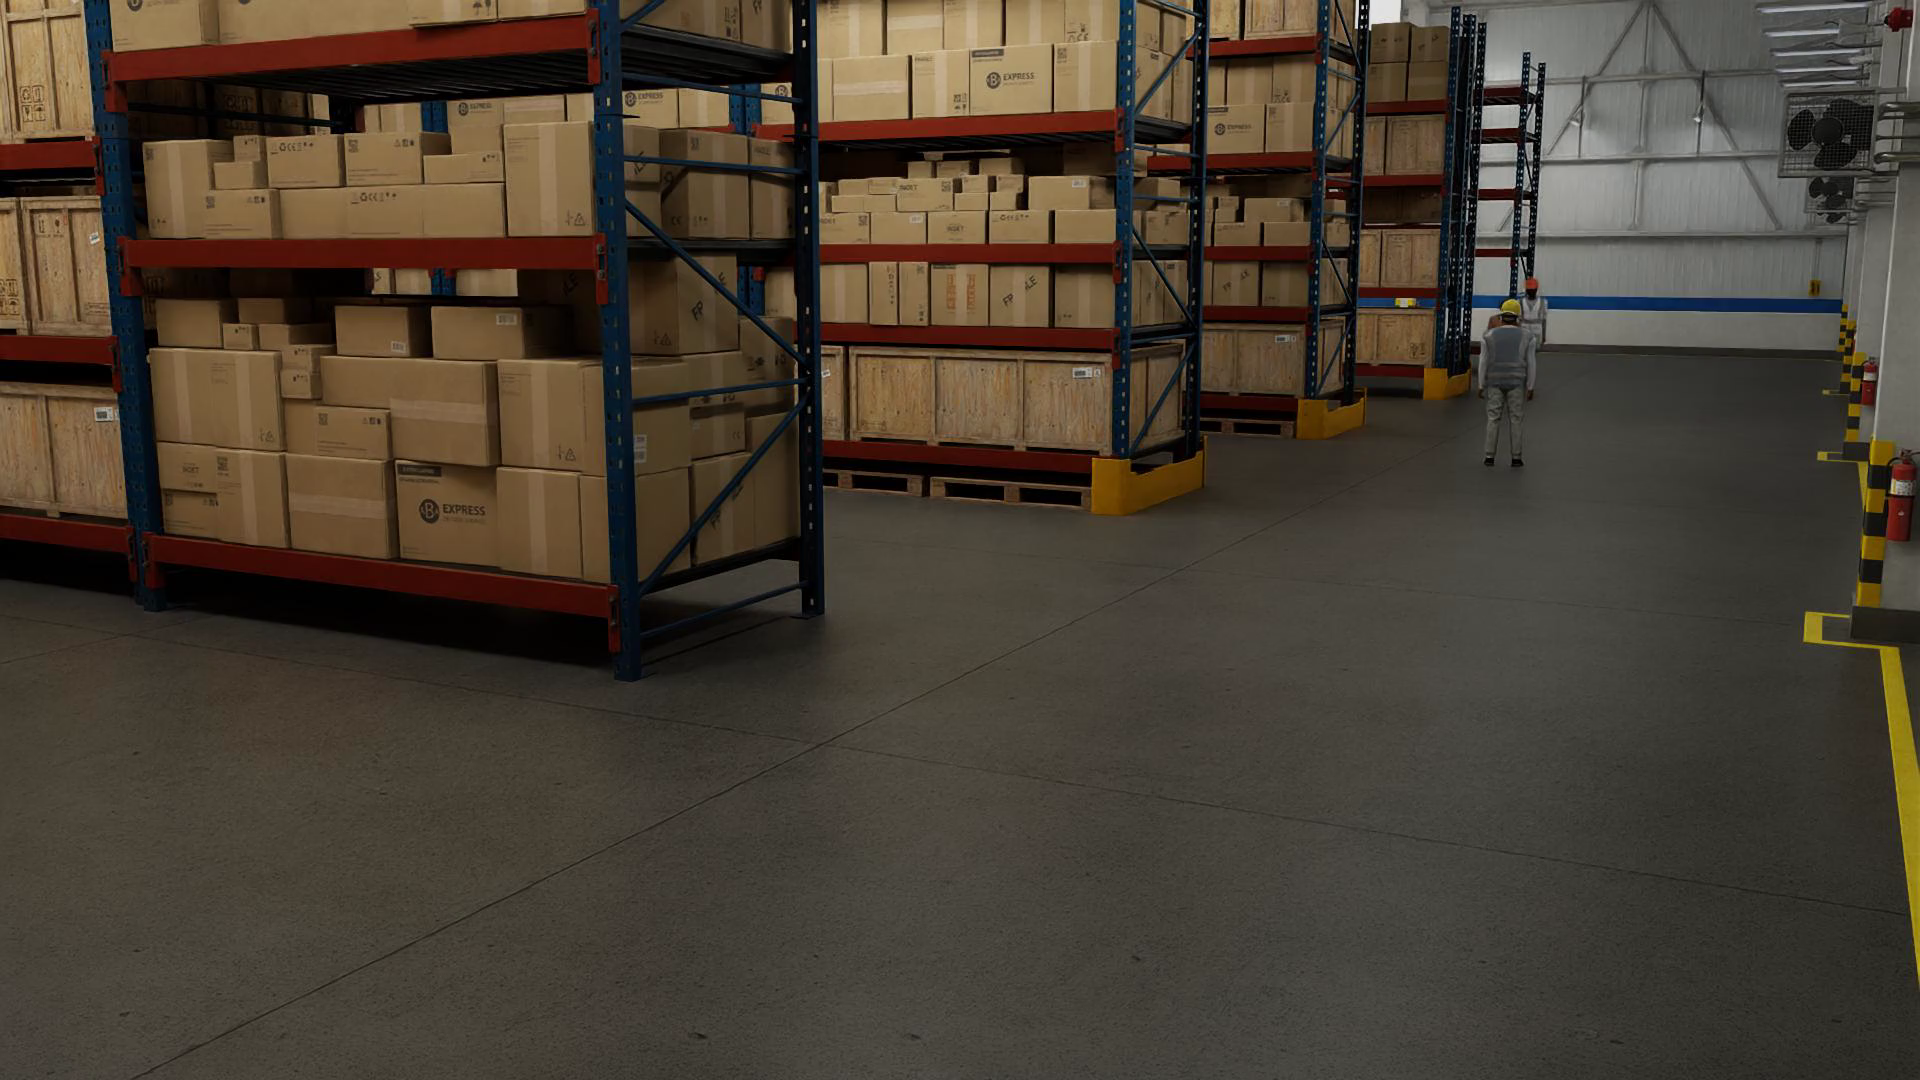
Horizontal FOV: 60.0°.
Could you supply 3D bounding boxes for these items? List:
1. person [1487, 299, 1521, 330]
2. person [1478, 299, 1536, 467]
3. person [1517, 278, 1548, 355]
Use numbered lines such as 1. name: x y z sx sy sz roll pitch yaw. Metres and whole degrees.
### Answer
1. person: 8.705 -3.057 26.647 0.513 1.599 0.842 7 12 36
2. person: 5.973 -1.710 18.178 0.603 1.830 0.404 3 10 19
3. person: 10.053 -3.665 29.346 0.558 1.898 0.977 4 11 23
